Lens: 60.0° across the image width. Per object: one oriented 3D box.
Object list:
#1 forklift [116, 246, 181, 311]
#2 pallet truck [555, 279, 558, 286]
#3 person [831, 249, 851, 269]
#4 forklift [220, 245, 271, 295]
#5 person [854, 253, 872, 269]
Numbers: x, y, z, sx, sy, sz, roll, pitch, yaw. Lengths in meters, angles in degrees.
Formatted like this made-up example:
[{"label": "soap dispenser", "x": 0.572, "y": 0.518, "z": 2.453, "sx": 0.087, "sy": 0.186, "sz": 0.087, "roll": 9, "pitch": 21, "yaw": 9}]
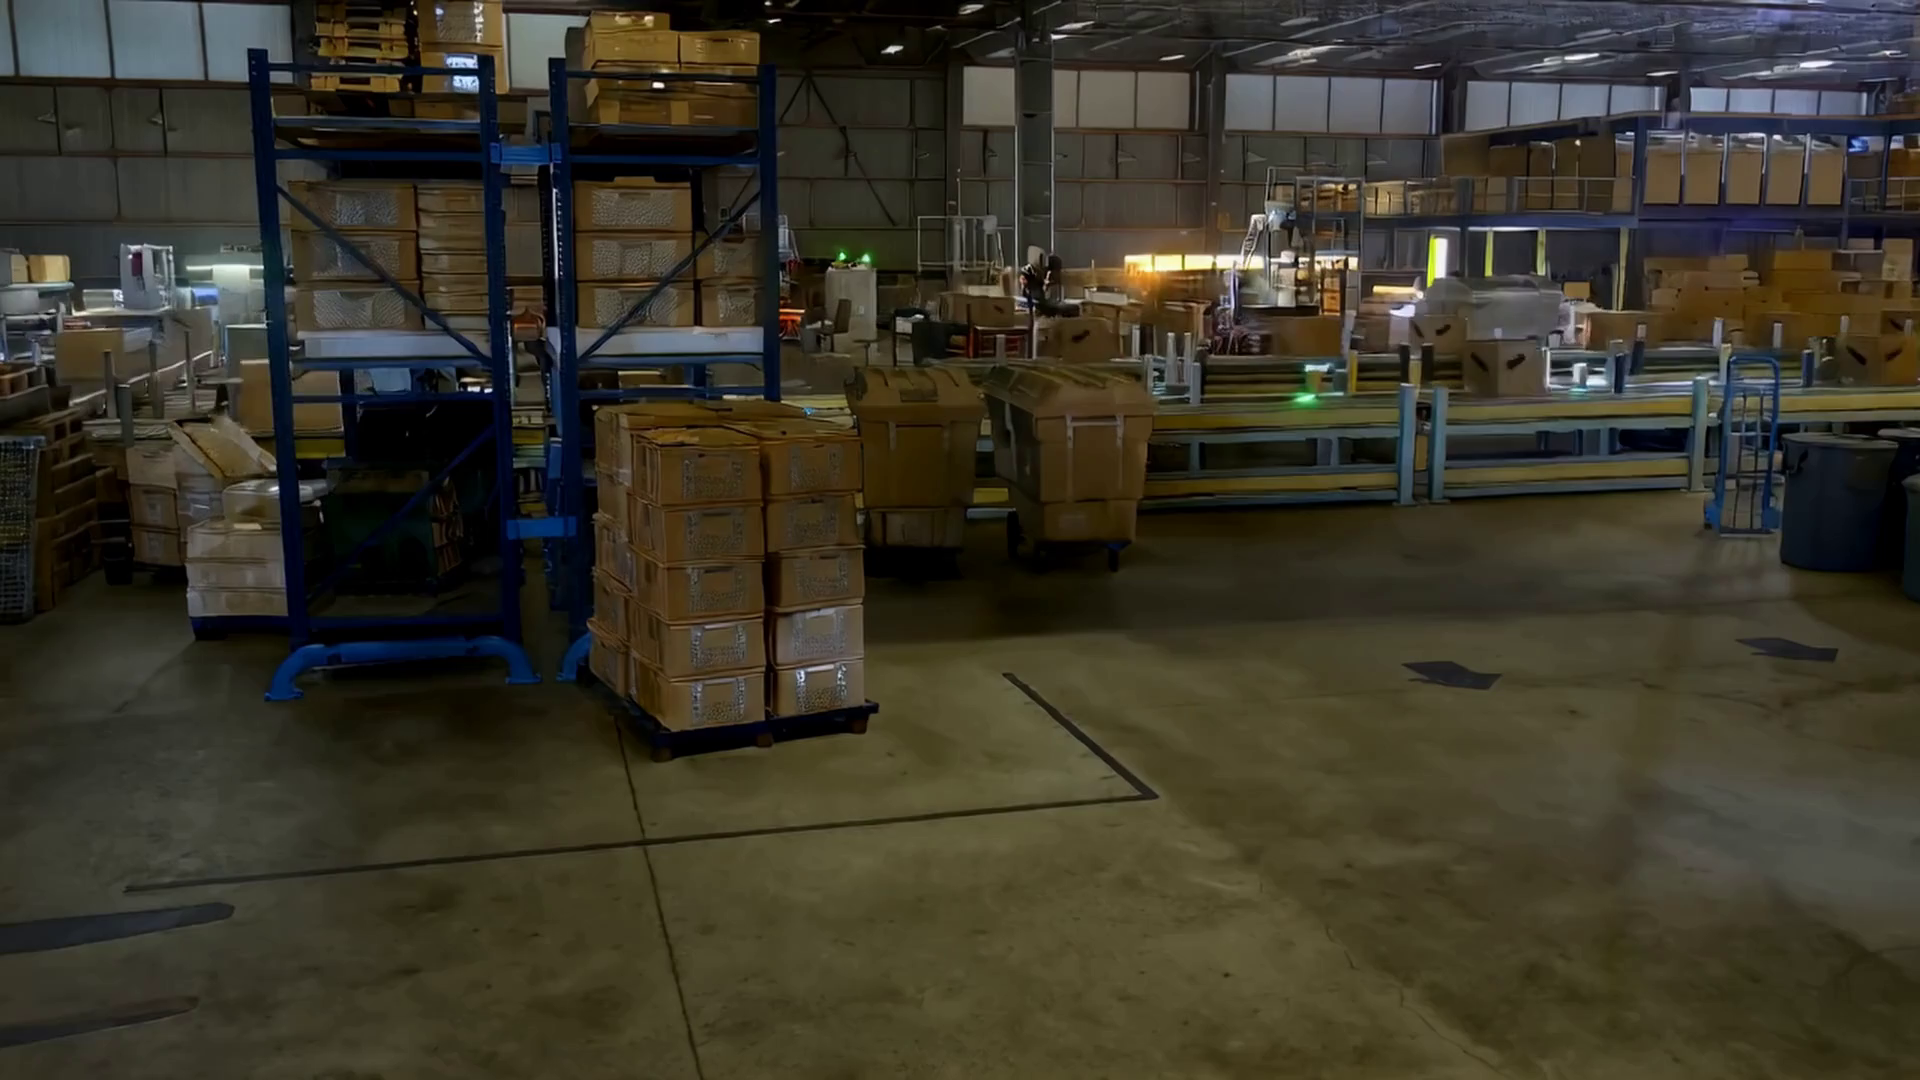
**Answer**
[{"label": "forklift", "x": -19.966, "y": -6.232, "z": 40.894, "sx": 1.157, "sy": 1.987, "sz": 2.680, "roll": -3, "pitch": 10, "yaw": -15}, {"label": "pallet truck", "x": -10.604, "y": -6.375, "z": 44.520, "sx": 0.653, "sy": 1.274, "sz": 1.630, "roll": -3, "pitch": 10, "yaw": -15}, {"label": "person", "x": -3.438, "y": -7.394, "z": 48.192, "sx": 0.611, "sy": 2.042, "sz": 0.394, "roll": 2, "pitch": 10, "yaw": 13}, {"label": "forklift", "x": -17.749, "y": -6.334, "z": 41.440, "sx": 1.157, "sy": 1.987, "sz": 2.680, "roll": -3, "pitch": 10, "yaw": -17}, {"label": "person", "x": -2.908, "y": -7.796, "z": 50.850, "sx": 0.636, "sy": 1.911, "sz": 0.405, "roll": 5, "pitch": 11, "yaw": 27}]
